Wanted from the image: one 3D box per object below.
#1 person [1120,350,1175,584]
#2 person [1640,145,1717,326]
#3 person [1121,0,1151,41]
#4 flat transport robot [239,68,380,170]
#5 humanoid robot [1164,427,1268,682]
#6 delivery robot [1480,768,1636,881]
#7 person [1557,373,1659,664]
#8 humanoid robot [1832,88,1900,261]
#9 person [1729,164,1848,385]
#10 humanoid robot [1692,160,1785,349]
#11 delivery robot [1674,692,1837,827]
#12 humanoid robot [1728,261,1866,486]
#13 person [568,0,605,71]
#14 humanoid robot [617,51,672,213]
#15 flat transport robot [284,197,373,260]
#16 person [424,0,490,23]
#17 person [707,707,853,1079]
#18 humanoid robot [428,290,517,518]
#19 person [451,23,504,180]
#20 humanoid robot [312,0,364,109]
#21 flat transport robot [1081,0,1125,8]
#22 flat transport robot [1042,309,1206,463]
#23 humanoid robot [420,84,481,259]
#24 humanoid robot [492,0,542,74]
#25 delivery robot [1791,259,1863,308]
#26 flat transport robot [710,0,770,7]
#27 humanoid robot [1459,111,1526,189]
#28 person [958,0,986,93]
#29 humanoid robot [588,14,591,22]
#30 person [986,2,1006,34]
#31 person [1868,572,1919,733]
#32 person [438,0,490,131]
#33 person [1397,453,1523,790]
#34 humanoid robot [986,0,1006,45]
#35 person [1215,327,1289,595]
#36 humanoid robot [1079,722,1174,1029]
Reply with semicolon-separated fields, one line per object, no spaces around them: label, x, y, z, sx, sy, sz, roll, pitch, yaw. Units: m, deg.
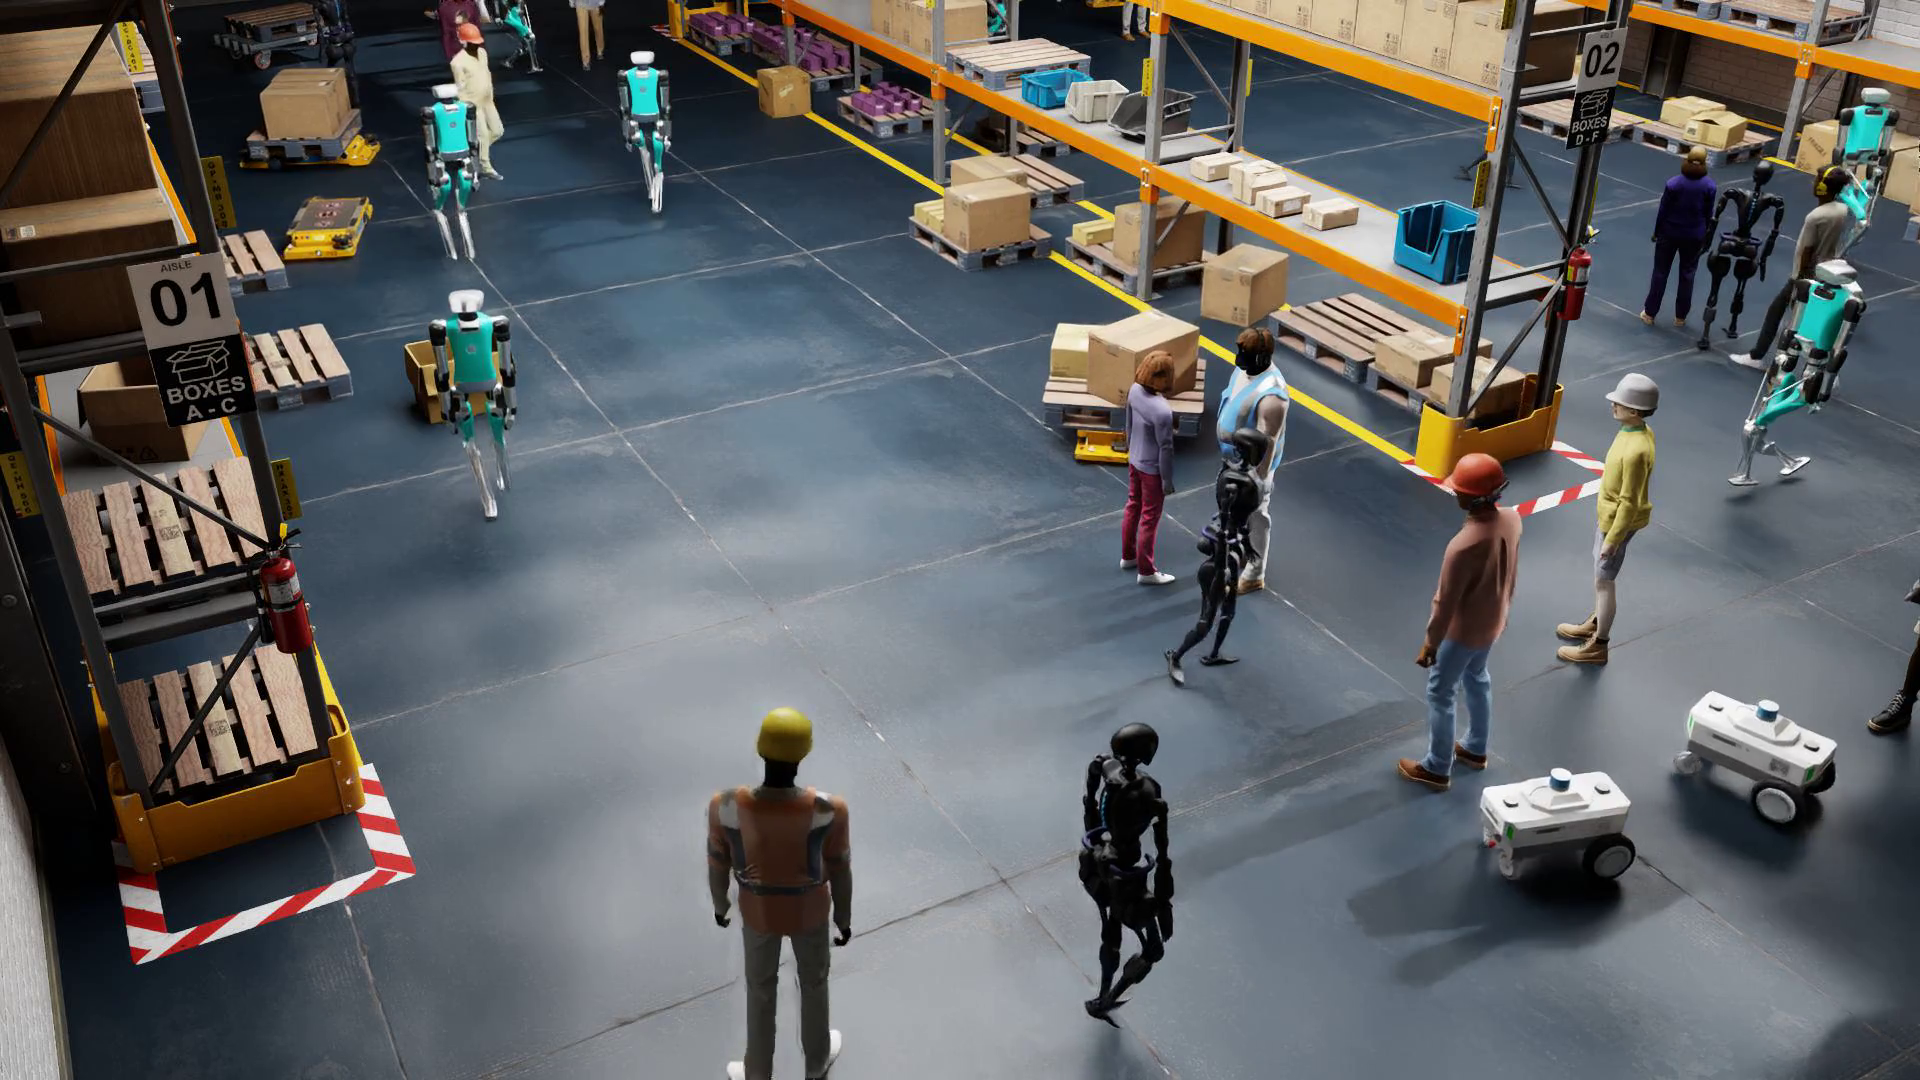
person;1.245;-0.478;10.869;0.279;1.632;0.506;-12;32;-20
person;6.377;-2.696;14.739;0.451;1.622;0.353;7;31;12
person;2.618;-8.215;24.094;0.560;1.888;0.399;-17;34;-27
flat transport robot;-7.513;-4.494;19.233;1.431;0.231;0.659;-3;30;-5
humanoid robot;1.533;0.064;9.891;0.462;1.647;0.609;15;33;24
delivery robot;3.073;1.434;8.606;0.746;0.575;0.514;-6;30;-11
person;3.929;-0.116;9.986;0.389;1.889;0.487;9;31;16
humanoid robot;8.561;-3.324;15.747;0.539;1.732;1.042;1;30;2
person;6.977;-2.166;13.626;0.524;1.831;0.914;-16;34;-26
humanoid robot;6.680;-2.487;14.353;0.610;1.638;0.613;11;32;18
delivery robot;4.363;1.146;9.121;0.767;0.587;0.499;26;39;38
humanoid robot;5.877;-1.112;11.895;1.028;1.735;0.538;-11;32;-19
person;-5.118;-7.400;22.839;0.538;1.708;0.830;-3;30;-6
humanoid robot;-3.257;-4.297;17.437;0.549;1.737;1.038;-3;30;-5
flat transport robot;-6.437;-3.196;16.974;0.659;0.231;1.431;-5;30;-8
person;-7.642;-8.660;24.965;0.987;1.782;0.632;-7;31;-13
person;-0.759;1.568;7.051;0.619;1.909;0.502;0;30;0
humanoid robot;-3.376;-0.963;11.708;0.550;1.874;0.827;-8;31;-14
person;-5.328;-4.840;18.360;0.434;1.728;0.575;11;32;18
humanoid robot;-7.817;-6.244;20.864;0.391;1.643;0.589;13;32;21
flat transport robot;2.172;-8.791;26.713;0.659;0.231;1.431;-9;31;-15
flat transport robot;1.303;-0.995;13.142;0.659;0.231;1.431;5;30;8
humanoid robot;-4.959;-3.553;16.167;0.553;1.832;0.687;-19;35;-29
humanoid robot;-5.901;-7.078;22.293;1.051;1.747;0.553;18;35;29
delivery robot;7.873;-2.245;15.036;0.499;0.601;0.798;6;30;11
flat transport robot;-3.262;-8.685;26.528;1.431;0.231;0.659;-8;31;-13
humanoid robot;5.930;-4.673;18.185;0.739;1.645;0.609;11;32;19
person;0.029;-6.714;21.492;0.629;1.876;0.693;3;30;5
humanoid robot;-5.653;-8.677;25.096;0.588;1.641;0.358;-7;31;-11
person;0.340;-8.359;24.429;0.976;1.790;0.525;4;30;7
person;5.578;0.302;9.181;0.367;1.966;0.602;-19;35;-30
person;-5.894;-5.796;19.827;0.506;1.933;0.574;-15;33;-25
person;2.701;0.438;8.933;0.655;1.981;0.429;-26;39;-38
humanoid robot;0.359;-7.150;22.407;0.811;1.792;0.532;12;32;20
person;1.860;-0.523;10.755;0.431;1.838;0.624;-4;30;-7
humanoid robot;0.699;1.488;7.410;0.386;1.649;0.601;-19;35;-30
